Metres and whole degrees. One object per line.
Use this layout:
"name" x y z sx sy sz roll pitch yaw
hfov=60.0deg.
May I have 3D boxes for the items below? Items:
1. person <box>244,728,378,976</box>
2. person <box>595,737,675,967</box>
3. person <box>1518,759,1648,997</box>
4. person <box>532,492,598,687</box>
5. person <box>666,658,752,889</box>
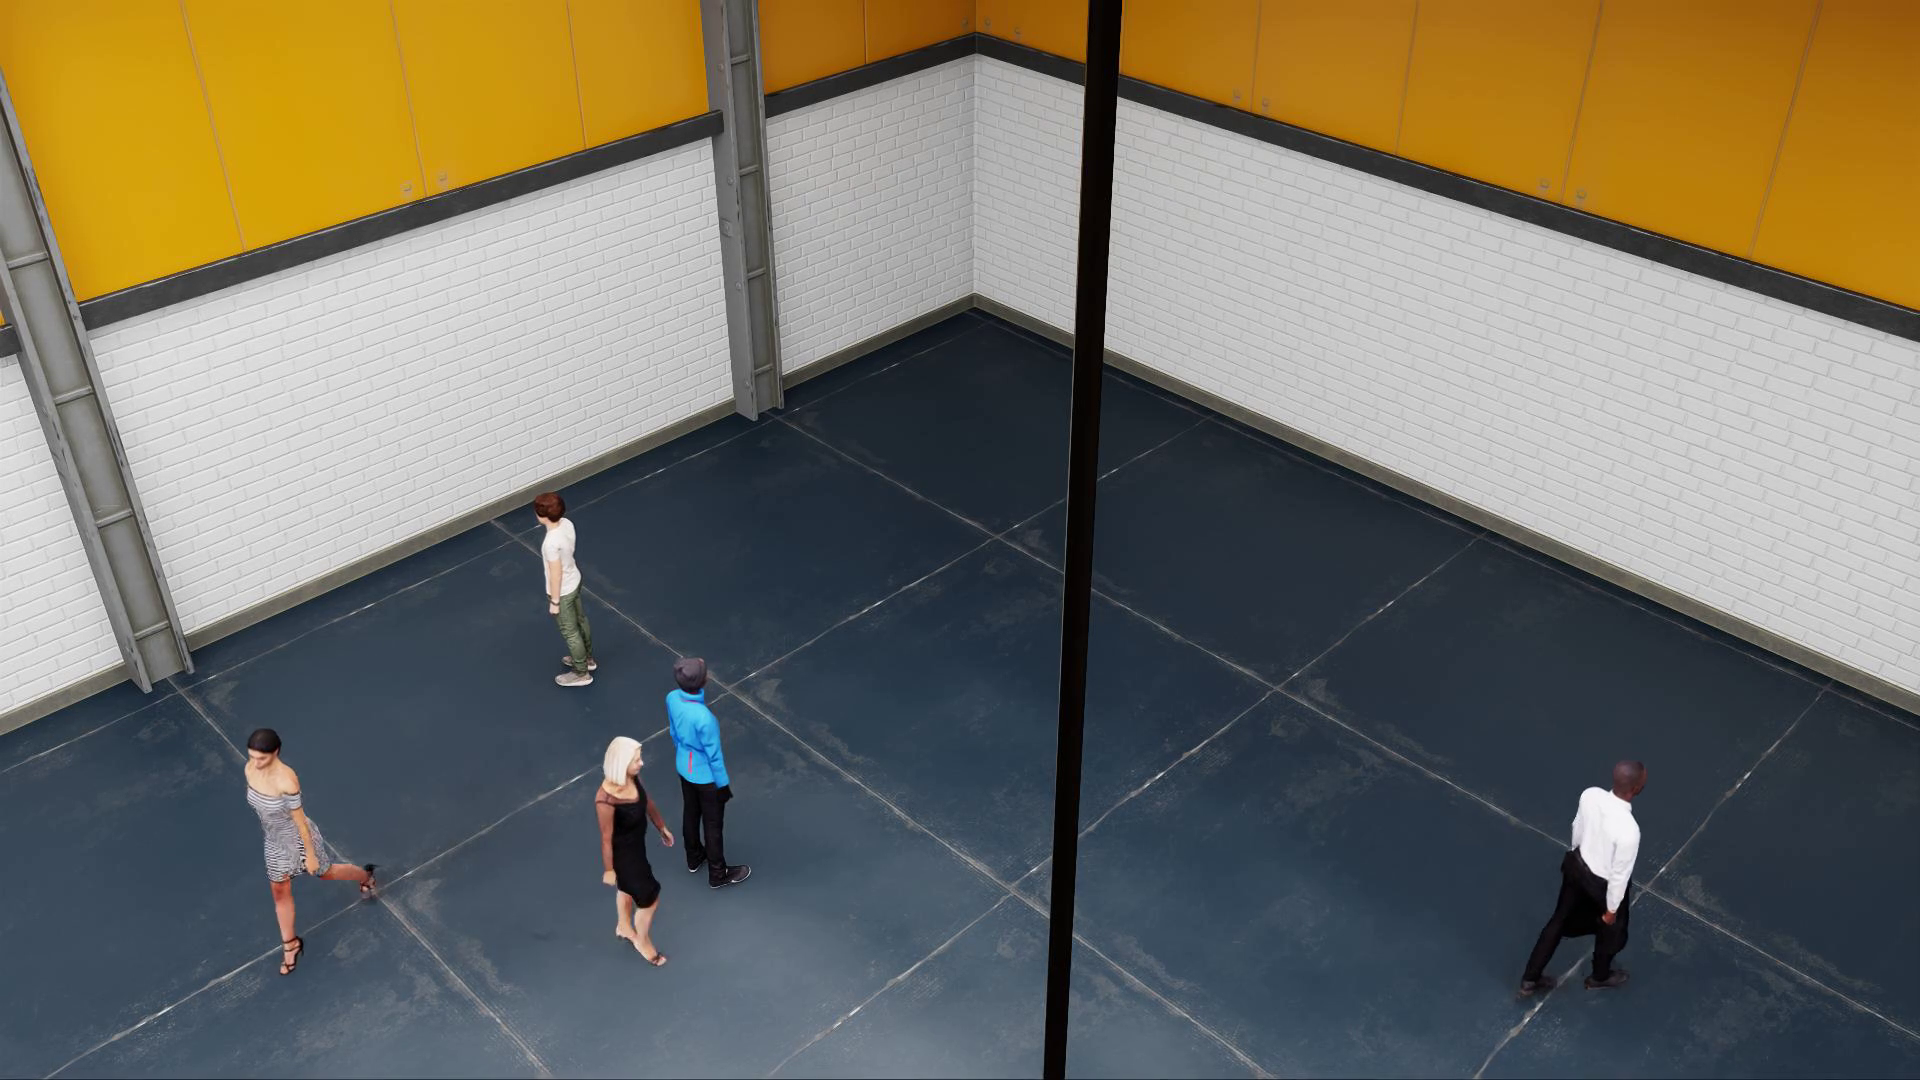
"person" -4.007 1.806 10.228 0.859 1.785 1.175 16 37 22
"person" -2.112 1.877 10.174 0.794 1.726 0.724 6 34 9
"person" 3.690 2.040 9.848 1.083 1.817 0.908 -12 35 -17
"person" -2.977 0.364 12.519 0.729 1.652 0.653 3 34 4
"person" -1.680 1.491 10.696 0.523 1.792 0.602 -28 43 -35
